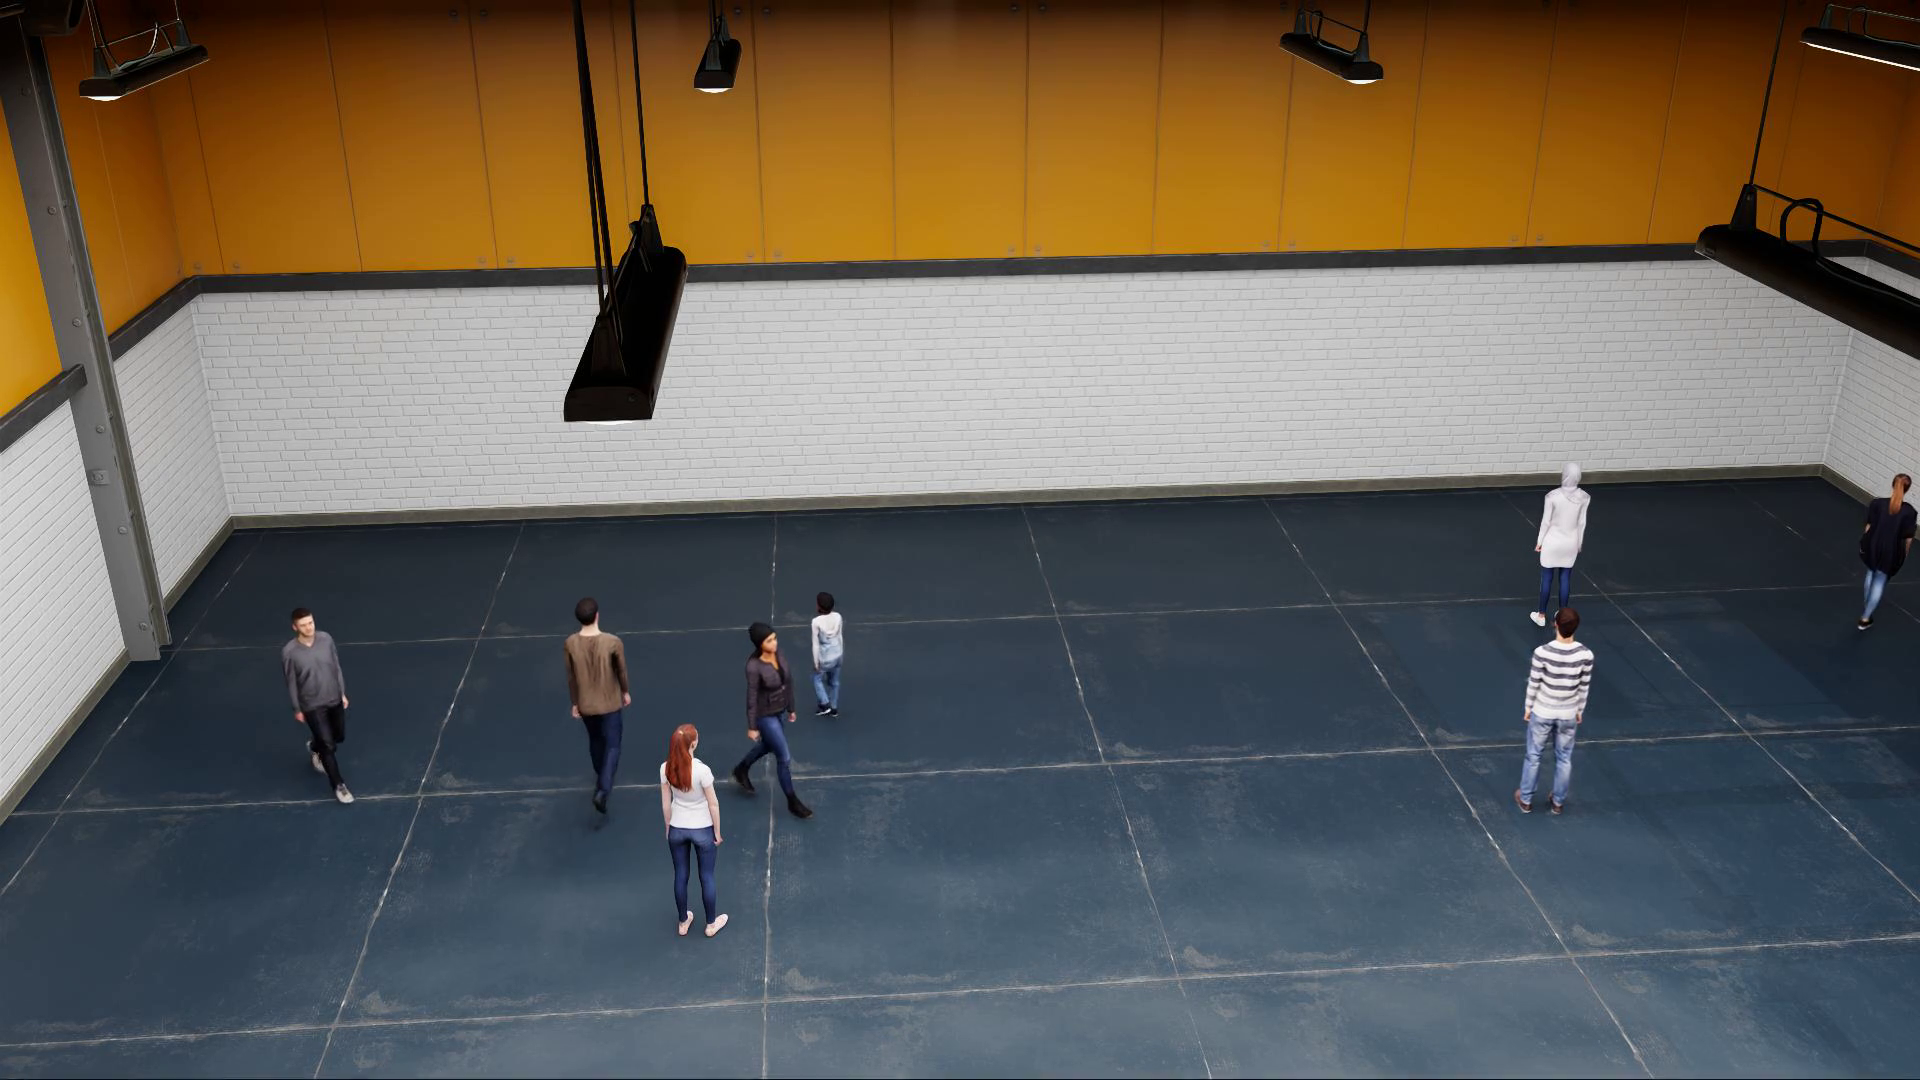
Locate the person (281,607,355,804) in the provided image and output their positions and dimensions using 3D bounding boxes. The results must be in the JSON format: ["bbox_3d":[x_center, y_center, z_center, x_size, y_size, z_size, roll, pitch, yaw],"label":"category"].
[{"bbox_3d":[-5.470,1.351,14.144,1.080,1.744,1.018,19,30,37],"label":"person"}]

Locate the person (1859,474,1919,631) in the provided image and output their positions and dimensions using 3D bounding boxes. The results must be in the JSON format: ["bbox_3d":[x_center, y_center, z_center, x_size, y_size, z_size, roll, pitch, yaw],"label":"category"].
[{"bbox_3d":[9.418,0.142,17.009,0.938,1.663,0.982,21,31,39],"label":"person"}]

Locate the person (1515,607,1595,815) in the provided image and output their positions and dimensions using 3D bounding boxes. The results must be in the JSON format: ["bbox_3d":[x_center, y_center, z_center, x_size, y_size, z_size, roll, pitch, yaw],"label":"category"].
[{"bbox_3d":[4.961,1.424,13.847,0.689,1.847,0.637,5,24,11],"label":"person"}]

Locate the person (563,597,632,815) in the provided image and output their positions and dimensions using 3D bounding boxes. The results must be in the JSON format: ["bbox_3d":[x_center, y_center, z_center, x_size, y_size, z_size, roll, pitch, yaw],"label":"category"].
[{"bbox_3d":[-3.027,1.399,13.889,0.793,1.861,1.152,2,24,5],"label":"person"}]

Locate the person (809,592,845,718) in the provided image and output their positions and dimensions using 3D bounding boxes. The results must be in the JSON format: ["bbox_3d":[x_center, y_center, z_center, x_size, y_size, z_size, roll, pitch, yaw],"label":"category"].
[{"bbox_3d":[-1.197,1.081,15.377,0.560,1.251,0.612,-13,27,-27],"label":"person"}]

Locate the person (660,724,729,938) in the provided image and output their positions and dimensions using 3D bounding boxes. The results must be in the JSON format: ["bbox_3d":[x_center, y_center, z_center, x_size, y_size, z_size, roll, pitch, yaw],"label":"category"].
[{"bbox_3d":[-1.996,2.153,12.318,0.626,1.737,0.602,4,24,9],"label":"person"}]

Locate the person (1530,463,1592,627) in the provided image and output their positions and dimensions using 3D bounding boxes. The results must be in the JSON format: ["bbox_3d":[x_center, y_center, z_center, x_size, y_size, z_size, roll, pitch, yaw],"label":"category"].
[{"bbox_3d":[6.167,0.047,17.088,0.643,1.776,0.565,1,24,3],"label":"person"}]

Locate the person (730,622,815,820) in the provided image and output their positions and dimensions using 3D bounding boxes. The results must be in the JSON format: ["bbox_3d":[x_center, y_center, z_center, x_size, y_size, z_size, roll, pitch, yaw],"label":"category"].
[{"bbox_3d":[-1.646,1.474,13.907,1.137,1.708,1.148,15,28,30],"label":"person"}]
